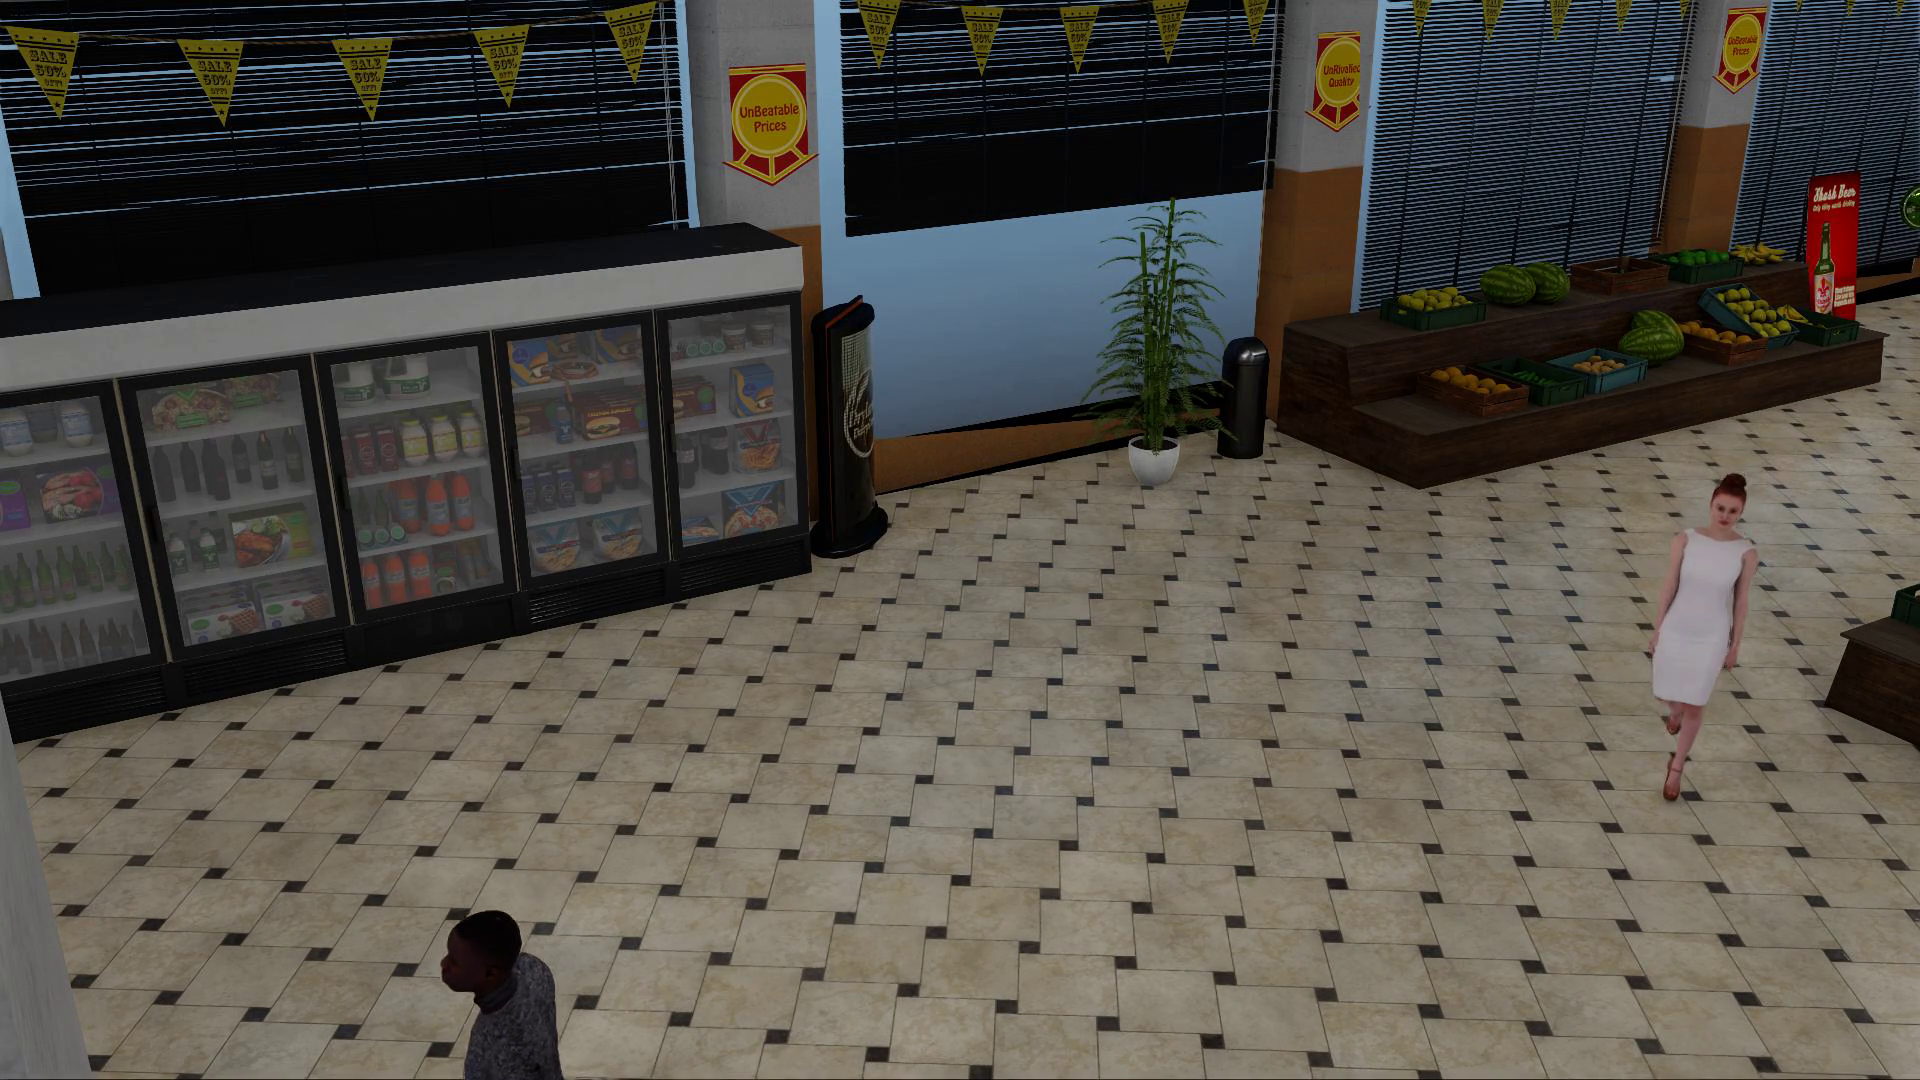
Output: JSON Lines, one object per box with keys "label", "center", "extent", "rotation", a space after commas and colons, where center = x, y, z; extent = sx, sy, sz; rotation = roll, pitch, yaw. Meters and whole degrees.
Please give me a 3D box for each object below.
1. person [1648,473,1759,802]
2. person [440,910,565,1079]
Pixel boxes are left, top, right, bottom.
{"label": "person", "center": [3.805, 0.490, 8.585], "extent": [0.807, 1.776, 0.925], "rotation": [12, 25, 27]}
{"label": "person", "center": [-1.200, 1.896, 5.074], "extent": [1.294, 1.784, 1.012], "rotation": [-3, 22, -7]}
